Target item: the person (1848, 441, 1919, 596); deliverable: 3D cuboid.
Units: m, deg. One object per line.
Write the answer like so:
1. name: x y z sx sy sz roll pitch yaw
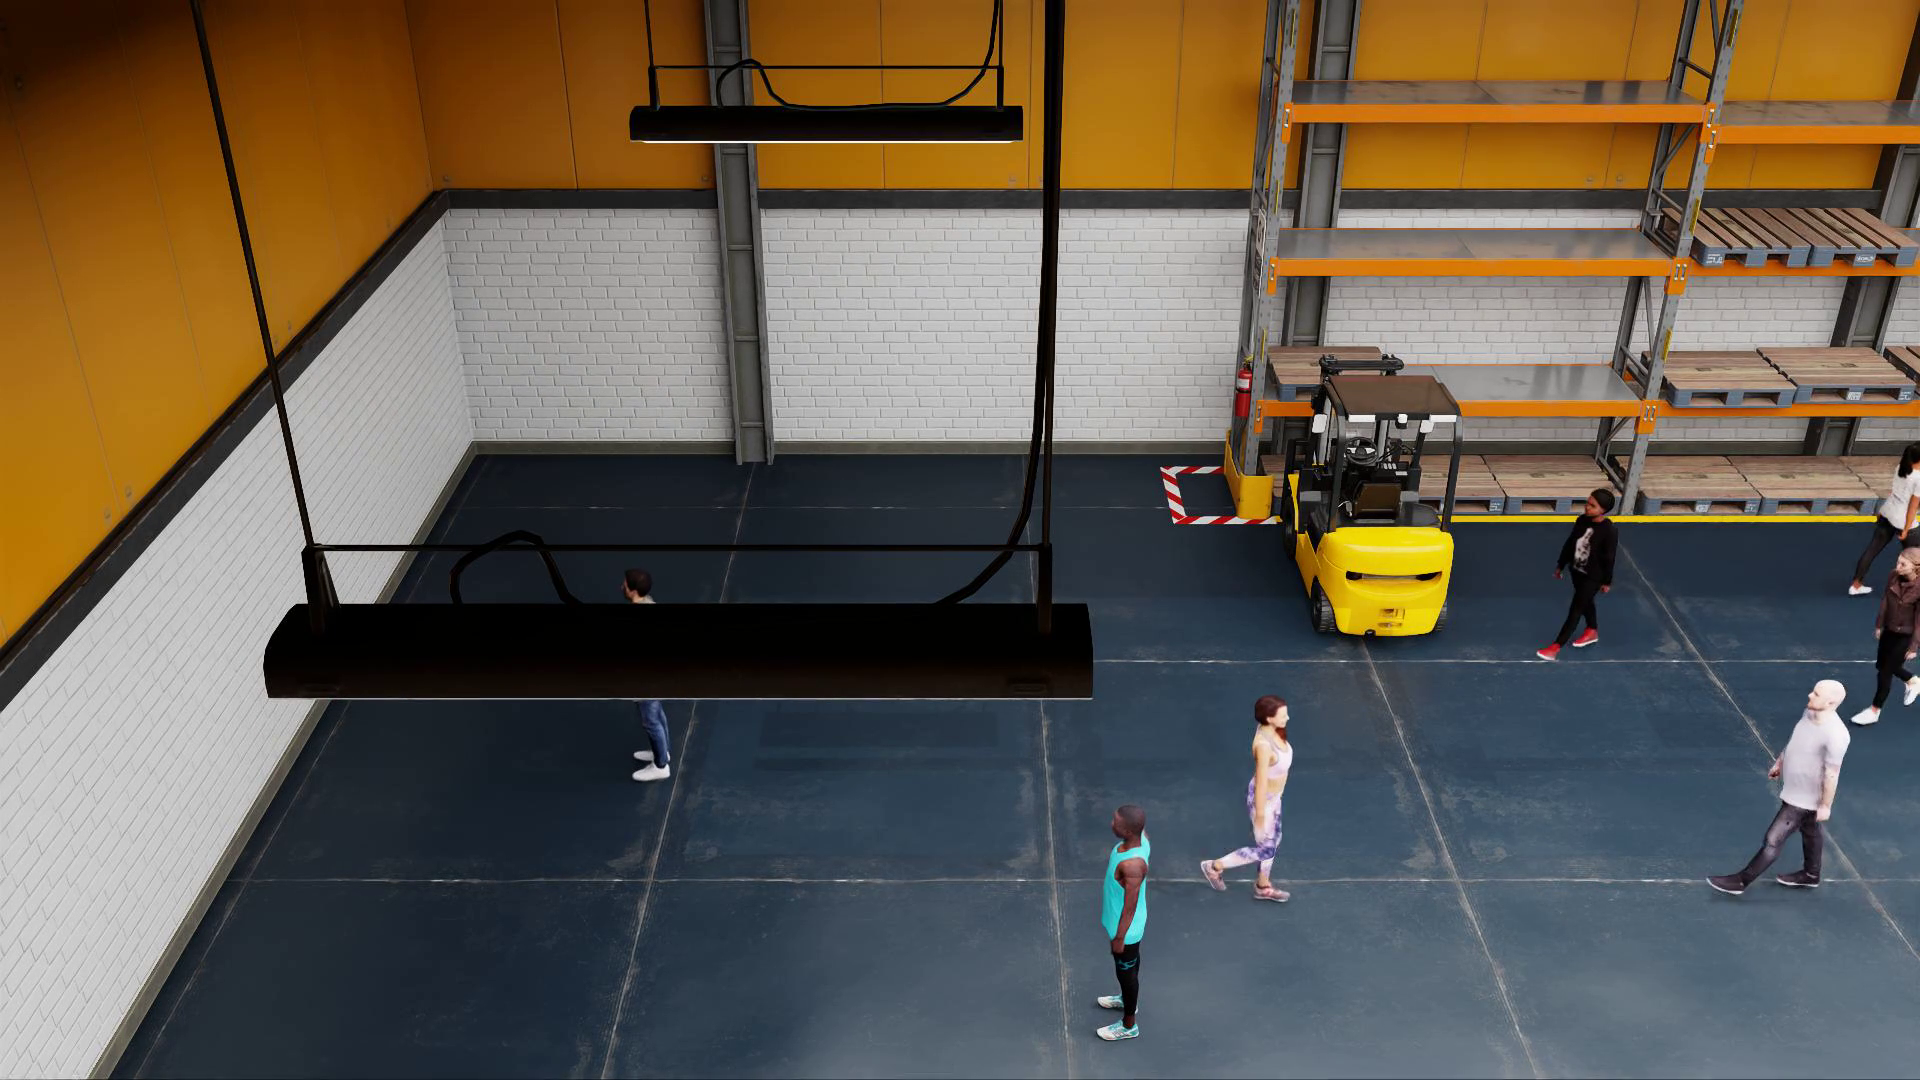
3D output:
1. person: 8.727 -0.168 15.621 1.045 1.607 0.694 -5 29 -9

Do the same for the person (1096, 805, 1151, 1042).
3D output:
1. person: 1.075 2.428 10.650 0.547 1.811 0.636 4 29 7

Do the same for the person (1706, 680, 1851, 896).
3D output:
1. person: 6.100 1.795 11.822 1.124 1.800 0.800 4 29 7

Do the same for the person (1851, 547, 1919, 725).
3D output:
1. person: 7.875 0.800 13.784 0.983 1.667 0.757 -7 29 -13

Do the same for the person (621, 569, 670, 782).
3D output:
1. person: -2.465 1.051 13.117 0.595 1.865 0.718 -2 29 -4

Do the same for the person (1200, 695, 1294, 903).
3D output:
1. person: 2.074 1.841 11.786 0.951 1.753 0.722 7 29 13

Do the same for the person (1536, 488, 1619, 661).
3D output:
1. person: 5.625 0.286 14.760 1.162 1.636 0.939 -14 32 -24
